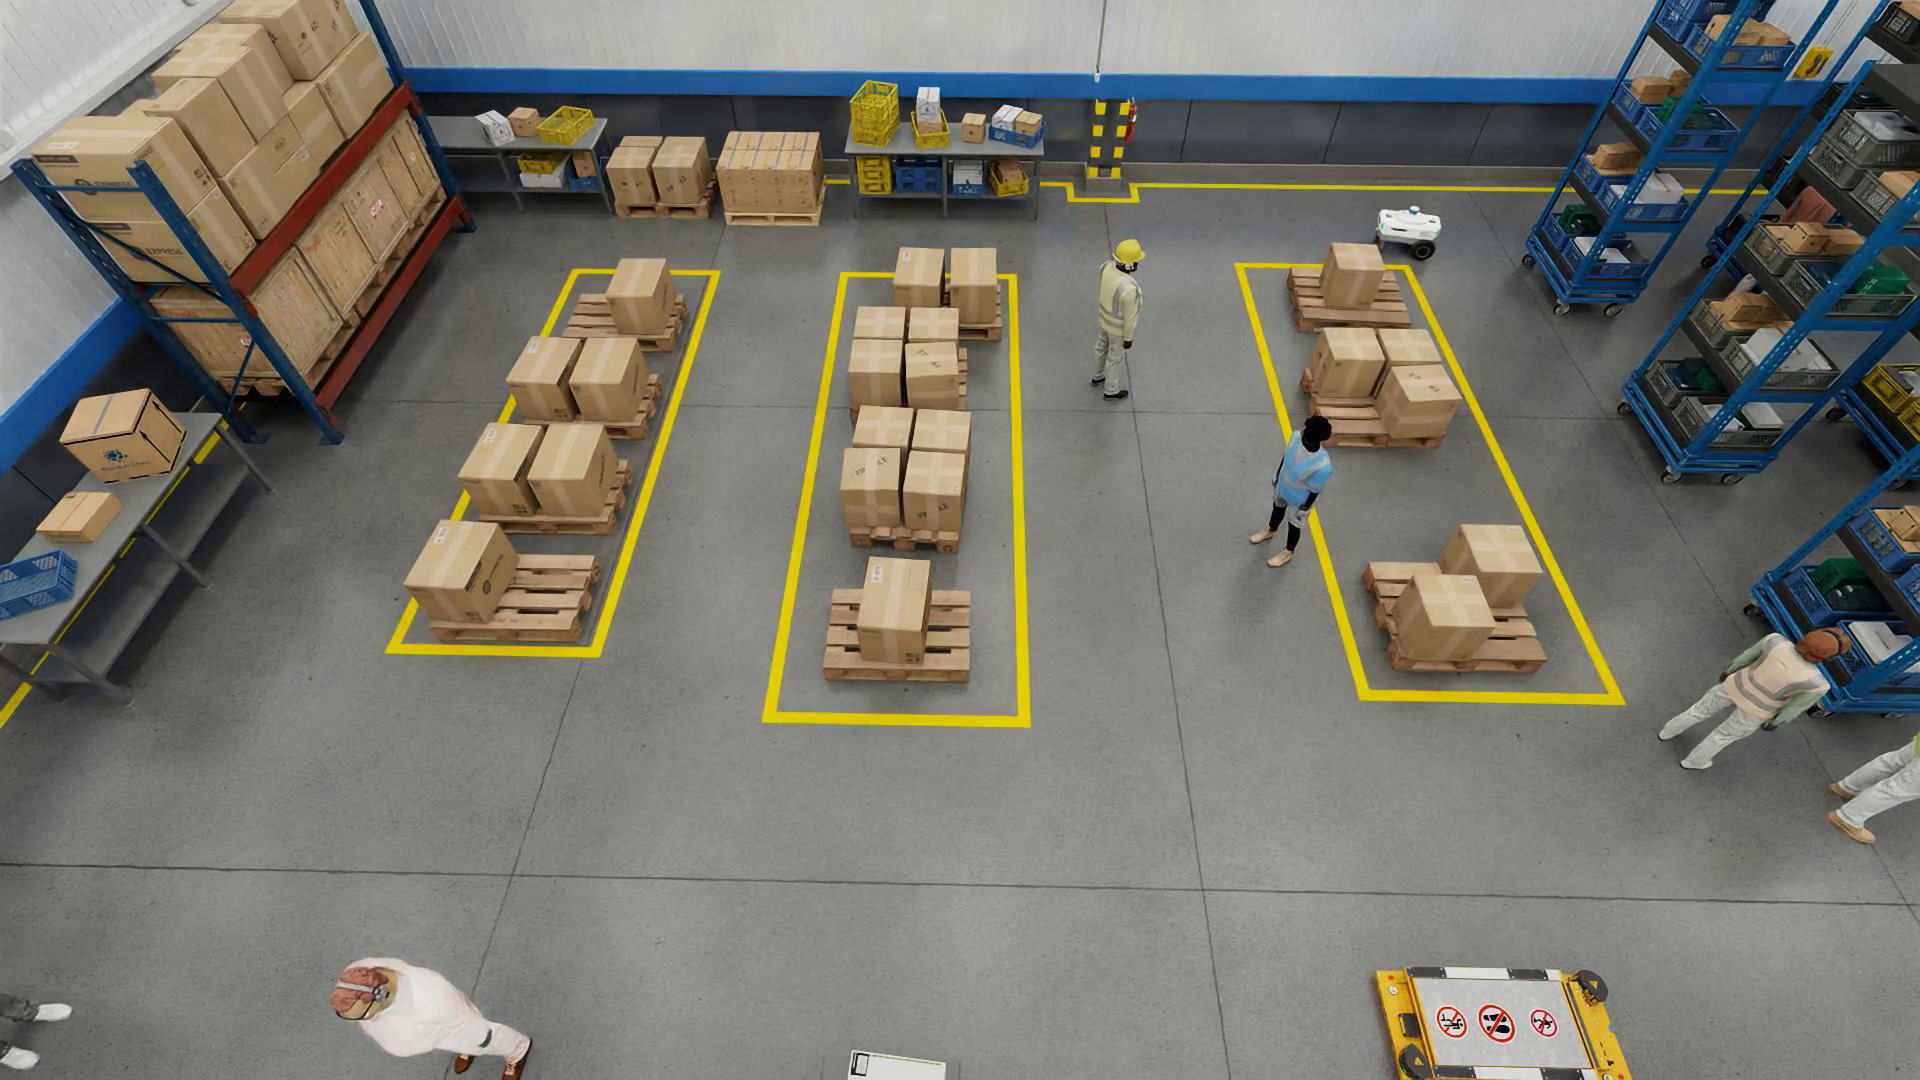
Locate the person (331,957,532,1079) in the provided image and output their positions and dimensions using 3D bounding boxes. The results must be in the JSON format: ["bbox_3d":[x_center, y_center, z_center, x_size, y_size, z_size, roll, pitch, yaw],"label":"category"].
[{"bbox_3d":[-2.981,2.746,5.191,0.648,1.900,0.400,12,52,10],"label":"person"}]

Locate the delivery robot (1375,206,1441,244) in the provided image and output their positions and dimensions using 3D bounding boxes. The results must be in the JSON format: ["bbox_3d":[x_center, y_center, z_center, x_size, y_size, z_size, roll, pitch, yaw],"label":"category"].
[{"bbox_3d":[5.578,-3.916,11.420,0.707,0.478,0.477,11,52,9],"label":"delivery robot"}]

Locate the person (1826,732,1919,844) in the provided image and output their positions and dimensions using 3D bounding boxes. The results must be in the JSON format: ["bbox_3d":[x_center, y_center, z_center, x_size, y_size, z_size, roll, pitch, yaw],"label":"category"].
[{"bbox_3d":[6.748,1.484,6.252,0.429,1.841,0.633,30,57,22],"label":"person"}]

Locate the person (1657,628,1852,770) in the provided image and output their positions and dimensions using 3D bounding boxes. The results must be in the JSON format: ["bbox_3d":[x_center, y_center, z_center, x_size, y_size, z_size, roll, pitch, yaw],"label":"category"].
[{"bbox_3d":[5.740,1.150,6.659,0.315,1.632,0.520,-11,52,-9],"label":"person"}]

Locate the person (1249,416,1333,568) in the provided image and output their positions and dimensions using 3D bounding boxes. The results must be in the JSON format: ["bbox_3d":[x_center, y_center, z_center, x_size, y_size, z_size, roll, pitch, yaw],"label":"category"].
[{"bbox_3d":[2.886,-0.424,7.906,0.321,1.690,0.533,-15,52,-12],"label":"person"}]

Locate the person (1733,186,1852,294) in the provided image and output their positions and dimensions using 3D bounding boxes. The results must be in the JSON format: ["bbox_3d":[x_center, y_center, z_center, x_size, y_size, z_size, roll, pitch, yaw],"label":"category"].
[{"bbox_3d":[9.076,-3.169,9.957,0.413,1.984,0.624,-19,53,-15],"label":"person"}]

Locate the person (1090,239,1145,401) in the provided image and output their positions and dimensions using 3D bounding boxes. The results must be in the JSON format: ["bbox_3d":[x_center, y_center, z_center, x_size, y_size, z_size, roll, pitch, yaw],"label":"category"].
[{"bbox_3d":[1.598,-2.216,9.274,0.404,1.833,0.590,-18,53,-14],"label":"person"}]

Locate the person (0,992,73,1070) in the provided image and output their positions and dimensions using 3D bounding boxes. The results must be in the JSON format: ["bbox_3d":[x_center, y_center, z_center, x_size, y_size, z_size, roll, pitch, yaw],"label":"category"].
[{"bbox_3d":[-6.093,2.669,5.246,0.405,1.906,0.604,2,51,2],"label":"person"}]

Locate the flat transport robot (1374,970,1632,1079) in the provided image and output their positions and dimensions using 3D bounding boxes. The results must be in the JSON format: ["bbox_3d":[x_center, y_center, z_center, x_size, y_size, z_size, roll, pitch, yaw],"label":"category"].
[{"bbox_3d":[3.501,3.133,5.914,1.431,0.197,0.652,1,51,1],"label":"flat transport robot"}]
